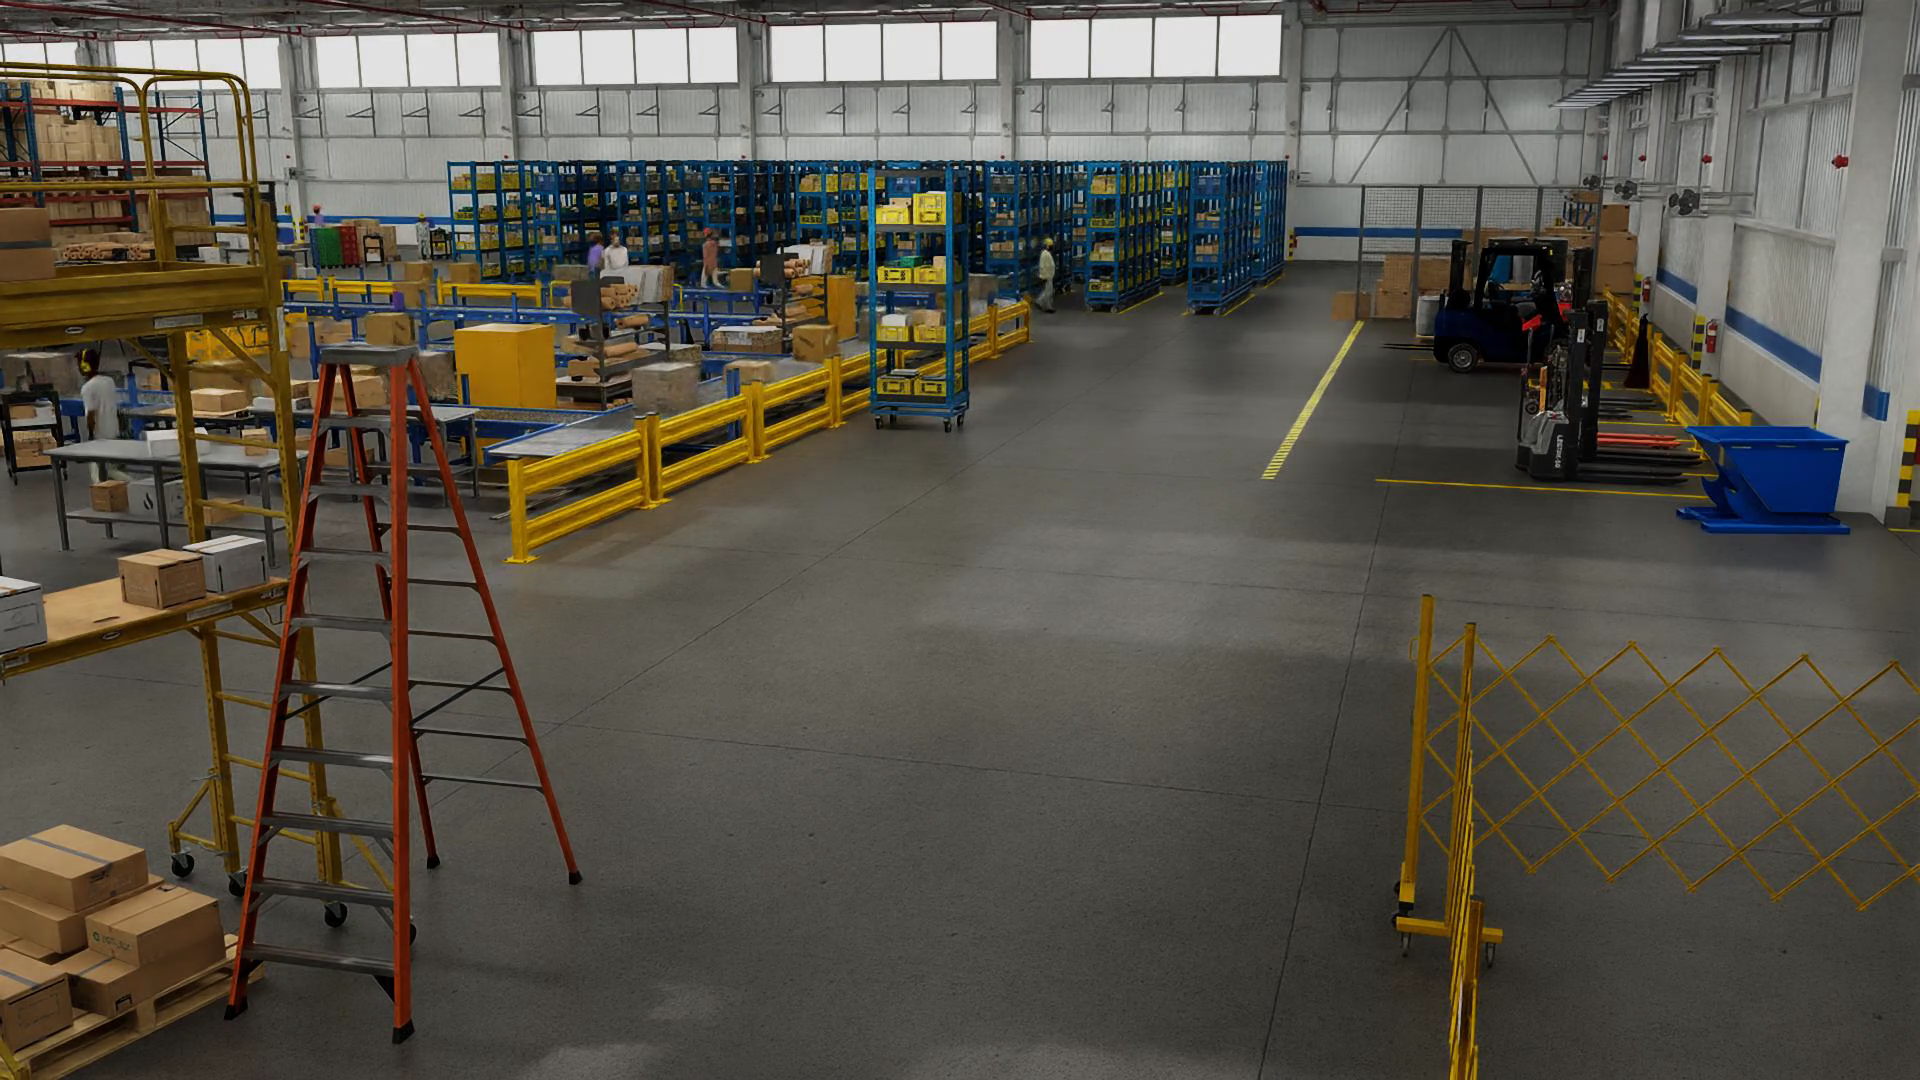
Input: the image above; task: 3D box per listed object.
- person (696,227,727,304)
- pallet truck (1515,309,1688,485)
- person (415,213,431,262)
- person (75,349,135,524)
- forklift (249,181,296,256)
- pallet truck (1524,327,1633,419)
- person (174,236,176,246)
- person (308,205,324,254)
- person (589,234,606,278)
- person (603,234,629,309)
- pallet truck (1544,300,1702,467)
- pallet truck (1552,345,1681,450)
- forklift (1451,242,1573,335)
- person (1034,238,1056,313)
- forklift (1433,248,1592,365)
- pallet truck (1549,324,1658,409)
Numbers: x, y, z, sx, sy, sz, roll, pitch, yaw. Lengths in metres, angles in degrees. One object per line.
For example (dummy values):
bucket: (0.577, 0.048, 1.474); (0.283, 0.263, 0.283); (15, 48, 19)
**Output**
person: (-6.350, -7.001, 42.520); (0.900, 1.962, 0.623); (8, 15, 31)
pallet truck: (7.554, -1.677, 19.446); (1.885, 1.965, 0.823); (3, 13, 14)
person: (-19.121, -10.755, 59.236); (0.485, 1.735, 0.347); (-7, 15, -29)
person: (-8.731, -1.053, 17.105); (0.679, 1.842, 0.544); (1, 13, 5)
forklift: (-25.735, -11.891, 61.635); (1.129, 2.768, 1.873); (4, 14, 16)
pallet truck: (9.065, -2.460, 24.370); (1.522, 1.261, 0.704); (3, 13, 14)
person: (-24.555, -9.043, 51.400); (0.615, 1.940, 0.416); (-9, 16, -33)
person: (-24.590, -11.908, 63.886); (0.993, 1.889, 0.564); (2, 13, 10)
person: (-9.132, -6.778, 41.886); (0.577, 1.817, 0.553); (9, 16, 35)
person: (-8.309, -6.468, 40.361); (0.675, 1.891, 0.439); (-10, 17, -38)
pallet truck: (8.263, -1.952, 20.631); (1.885, 1.965, 0.823); (5, 14, 20)
pallet truck: (8.641, -1.896, 21.908); (1.630, 1.274, 0.653); (4, 14, 16)
forklift: (10.464, -4.597, 31.405); (2.680, 1.987, 1.157); (4, 14, 16)
person: (2.101, -6.360, 40.054); (0.432, 1.819, 0.617); (3, 13, 13)
forklift: (9.780, -4.111, 29.280); (2.680, 1.987, 1.157); (3, 13, 14)
pallet truck: (9.824, -2.669, 25.407); (1.601, 1.201, 0.680); (4, 14, 16)
